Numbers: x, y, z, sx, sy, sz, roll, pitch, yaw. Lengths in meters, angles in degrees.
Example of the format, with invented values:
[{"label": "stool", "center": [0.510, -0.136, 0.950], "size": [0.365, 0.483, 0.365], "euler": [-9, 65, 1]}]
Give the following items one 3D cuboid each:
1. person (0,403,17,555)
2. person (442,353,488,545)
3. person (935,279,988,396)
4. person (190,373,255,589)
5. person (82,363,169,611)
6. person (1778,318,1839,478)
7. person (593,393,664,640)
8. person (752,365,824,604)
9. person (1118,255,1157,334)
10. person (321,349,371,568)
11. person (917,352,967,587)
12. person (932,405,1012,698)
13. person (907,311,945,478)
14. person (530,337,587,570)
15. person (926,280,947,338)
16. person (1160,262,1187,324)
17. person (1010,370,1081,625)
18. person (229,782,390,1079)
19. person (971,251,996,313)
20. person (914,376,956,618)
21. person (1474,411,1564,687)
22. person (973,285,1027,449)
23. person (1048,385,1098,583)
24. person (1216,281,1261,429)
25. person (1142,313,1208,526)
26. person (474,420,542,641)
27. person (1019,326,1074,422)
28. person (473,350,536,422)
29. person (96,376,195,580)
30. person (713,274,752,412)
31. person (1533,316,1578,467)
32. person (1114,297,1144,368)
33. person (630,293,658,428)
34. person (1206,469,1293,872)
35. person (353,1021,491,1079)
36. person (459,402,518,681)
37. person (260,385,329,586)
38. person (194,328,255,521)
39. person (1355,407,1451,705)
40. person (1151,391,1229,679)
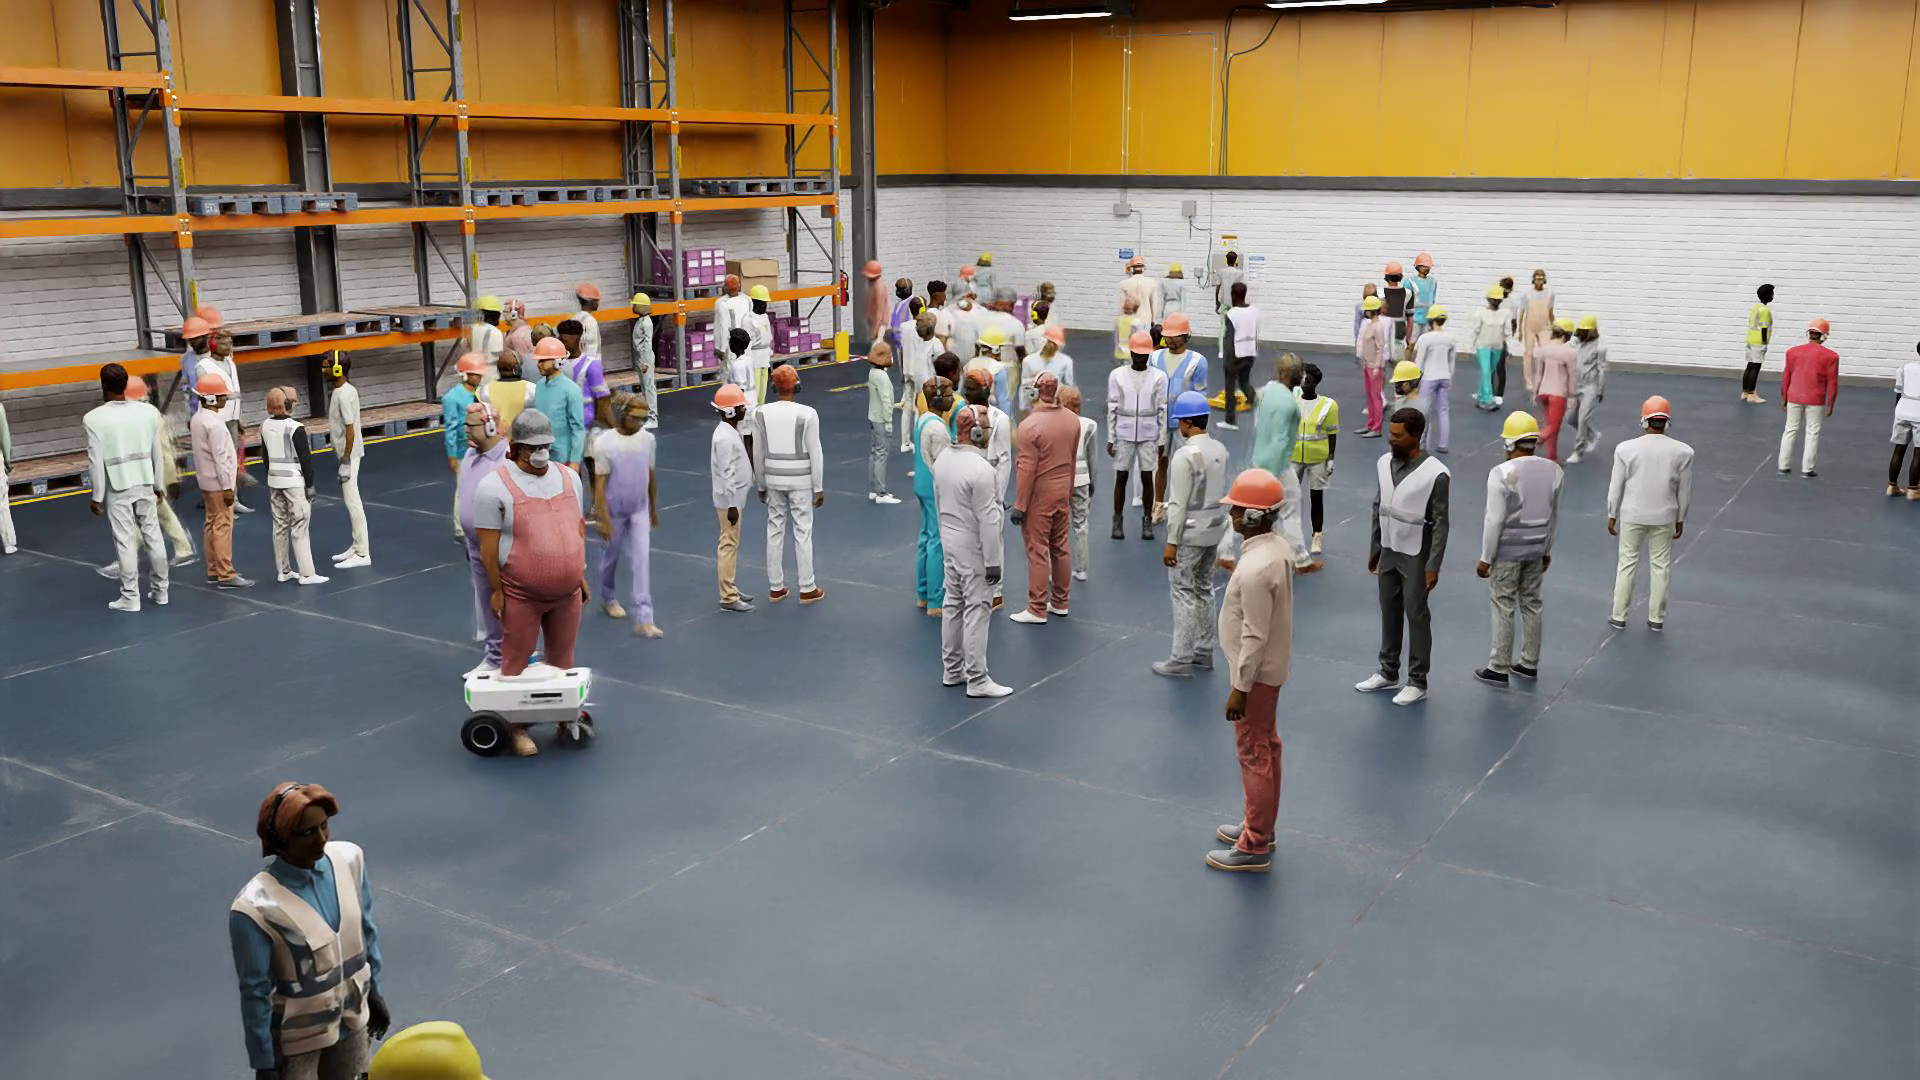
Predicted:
[{"label": "person", "center": [-8.542, -0.649, 14.500], "size": [0.514, 1.641, 0.308], "euler": [-10, 16, -37]}, {"label": "person", "center": [-4.392, -0.822, 15.025], "size": [0.352, 1.743, 0.575], "euler": [7, 14, 26]}, {"label": "person", "center": [0.094, -2.207, 20.380], "size": [0.779, 2.000, 0.539], "euler": [-7, 15, -27]}, {"label": "person", "center": [-6.023, -0.485, 13.538], "size": [0.335, 1.749, 0.575], "euler": [-11, 17, -38]}, {"label": "person", "center": [-6.415, -0.404, 12.826], "size": [0.392, 1.920, 0.592], "euler": [8, 15, 32]}, {"label": "person", "center": [9.301, -1.557, 18.218], "size": [0.575, 1.740, 0.352], "euler": [12, 18, 43]}, {"label": "person", "center": [-2.479, -0.214, 12.317], "size": [0.531, 1.786, 0.954], "euler": [-9, 16, -33]}, {"label": "person", "center": [-1.333, -0.431, 13.021], "size": [0.573, 1.885, 0.356], "euler": [4, 14, 16]}, {"label": "person", "center": [2.711, -3.350, 25.451], "size": [0.608, 1.989, 0.386], "euler": [-1, 13, -6]}, {"label": "person", "center": [-5.258, -0.695, 14.197], "size": [0.328, 1.872, 0.509], "euler": [-5, 14, -21]}, {"label": "person", "center": [-0.137, -0.572, 13.556], "size": [0.391, 1.919, 0.589], "euler": [-9, 16, -35]}, {"label": "person", "center": [0.088, 0.071, 10.794], "size": [0.407, 1.908, 0.641], "euler": [-8, 15, -30]}, {"label": "person", "center": [-0.346, -1.542, 17.925], "size": [0.344, 1.846, 0.504], "euler": [-6, 14, -26]}, {"label": "person", "center": [-3.389, -0.710, 13.985], "size": [0.609, 1.995, 0.376], "euler": [11, 17, 39]}, {"label": "person", "center": [-0.333, -2.291, 20.938], "size": [0.375, 1.958, 0.599], "euler": [-5, 14, -22]}, {"label": "person", "center": [3.613, -3.887, 28.395], "size": [0.493, 1.712, 0.818], "euler": [8, 15, 30]}, {"label": "person", "center": [0.610, -0.320, 12.484], "size": [0.407, 1.910, 0.639], "euler": [12, 17, 41]}, {"label": "person", "center": [-1.994, 1.514, 5.137], "size": [0.313, 1.633, 0.519], "euler": [6, 14, 24]}, {"label": "person", "center": [0.434, -4.575, 31.345], "size": [0.508, 1.743, 0.354], "euler": [3, 13, 14]}, {"label": "person", "center": [-0.174, -0.329, 12.659], "size": [0.336, 1.845, 0.513], "euler": [-4, 14, -18]}, {"label": "person", "center": [3.673, 0.060, 11.010], "size": [0.601, 1.827, 0.403], "euler": [-6, 14, -23]}, {"label": "person", "center": [0.565, -2.019, 19.562], "size": [0.708, 2.000, 1.008], "euler": [13, 18, 44]}, {"label": "person", "center": [0.887, -0.454, 13.674], "size": [0.519, 1.633, 0.313], "euler": [-3, 13, -13]}, {"label": "person", "center": [3.606, -2.350, 21.285], "size": [0.609, 1.901, 0.634], "euler": [-9, 16, -35]}, {"label": "person", "center": [2.004, -1.113, 15.632], "size": [0.605, 2.042, 0.394], "euler": [8, 15, 30]}, {"label": "person", "center": [-3.299, -0.085, 12.134], "size": [0.517, 1.603, 0.683], "euler": [9, 16, 34]}, {"label": "person", "center": [0.921, -1.428, 17.766], "size": [0.610, 1.693, 0.667], "euler": [2, 13, 7]}, {"label": "person", "center": [-3.848, -0.724, 14.381], "size": [0.636, 1.842, 0.429], "euler": [-2, 13, -7]}, {"label": "person", "center": [-6.851, -0.530, 13.872], "size": [0.590, 1.682, 0.918], "euler": [10, 16, 38]}, {"label": "person", "center": [-3.094, -2.676, 22.745], "size": [0.659, 1.892, 0.398], "euler": [-11, 17, -41]}, {"label": "person", "center": [6.547, -1.615, 18.504], "size": [0.751, 1.731, 0.551], "euler": [-5, 14, -22]}, {"label": "person", "center": [2.221, -2.445, 22.343], "size": [0.515, 1.620, 0.519], "euler": [-12, 18, -42]}, {"label": "person", "center": [-4.100, -2.320, 21.518], "size": [0.287, 1.746, 0.487], "euler": [-5, 14, -21]}, {"label": "person", "center": [1.430, 0.636, 8.146], "size": [0.378, 1.996, 0.611], "euler": [5, 14, 20]}, {"label": "person", "center": [-1.093, 1.831, 3.490], "size": [0.339, 1.761, 0.524], "euler": [-3, 13, -12]}, {"label": "person", "center": [-3.075, 0.041, 10.923], "size": [0.643, 1.908, 0.399], "euler": [12, 18, 42]}, {"label": "person", "center": [-5.472, -0.440, 13.584], "size": [0.514, 1.645, 0.308], "euler": [7, 15, 27]}, {"label": "person", "center": [-7.155, -1.124, 16.107], "size": [0.389, 1.847, 0.563], "euler": [1, 13, 5]}, {"label": "person", "center": [2.872, 0.093, 10.675], "size": [0.371, 1.915, 0.595], "euler": [-7, 15, -29]}, {"label": "person", "center": [1.569, -0.035, 11.208], "size": [0.420, 1.932, 0.619], "euler": [9, 16, 35]}]
